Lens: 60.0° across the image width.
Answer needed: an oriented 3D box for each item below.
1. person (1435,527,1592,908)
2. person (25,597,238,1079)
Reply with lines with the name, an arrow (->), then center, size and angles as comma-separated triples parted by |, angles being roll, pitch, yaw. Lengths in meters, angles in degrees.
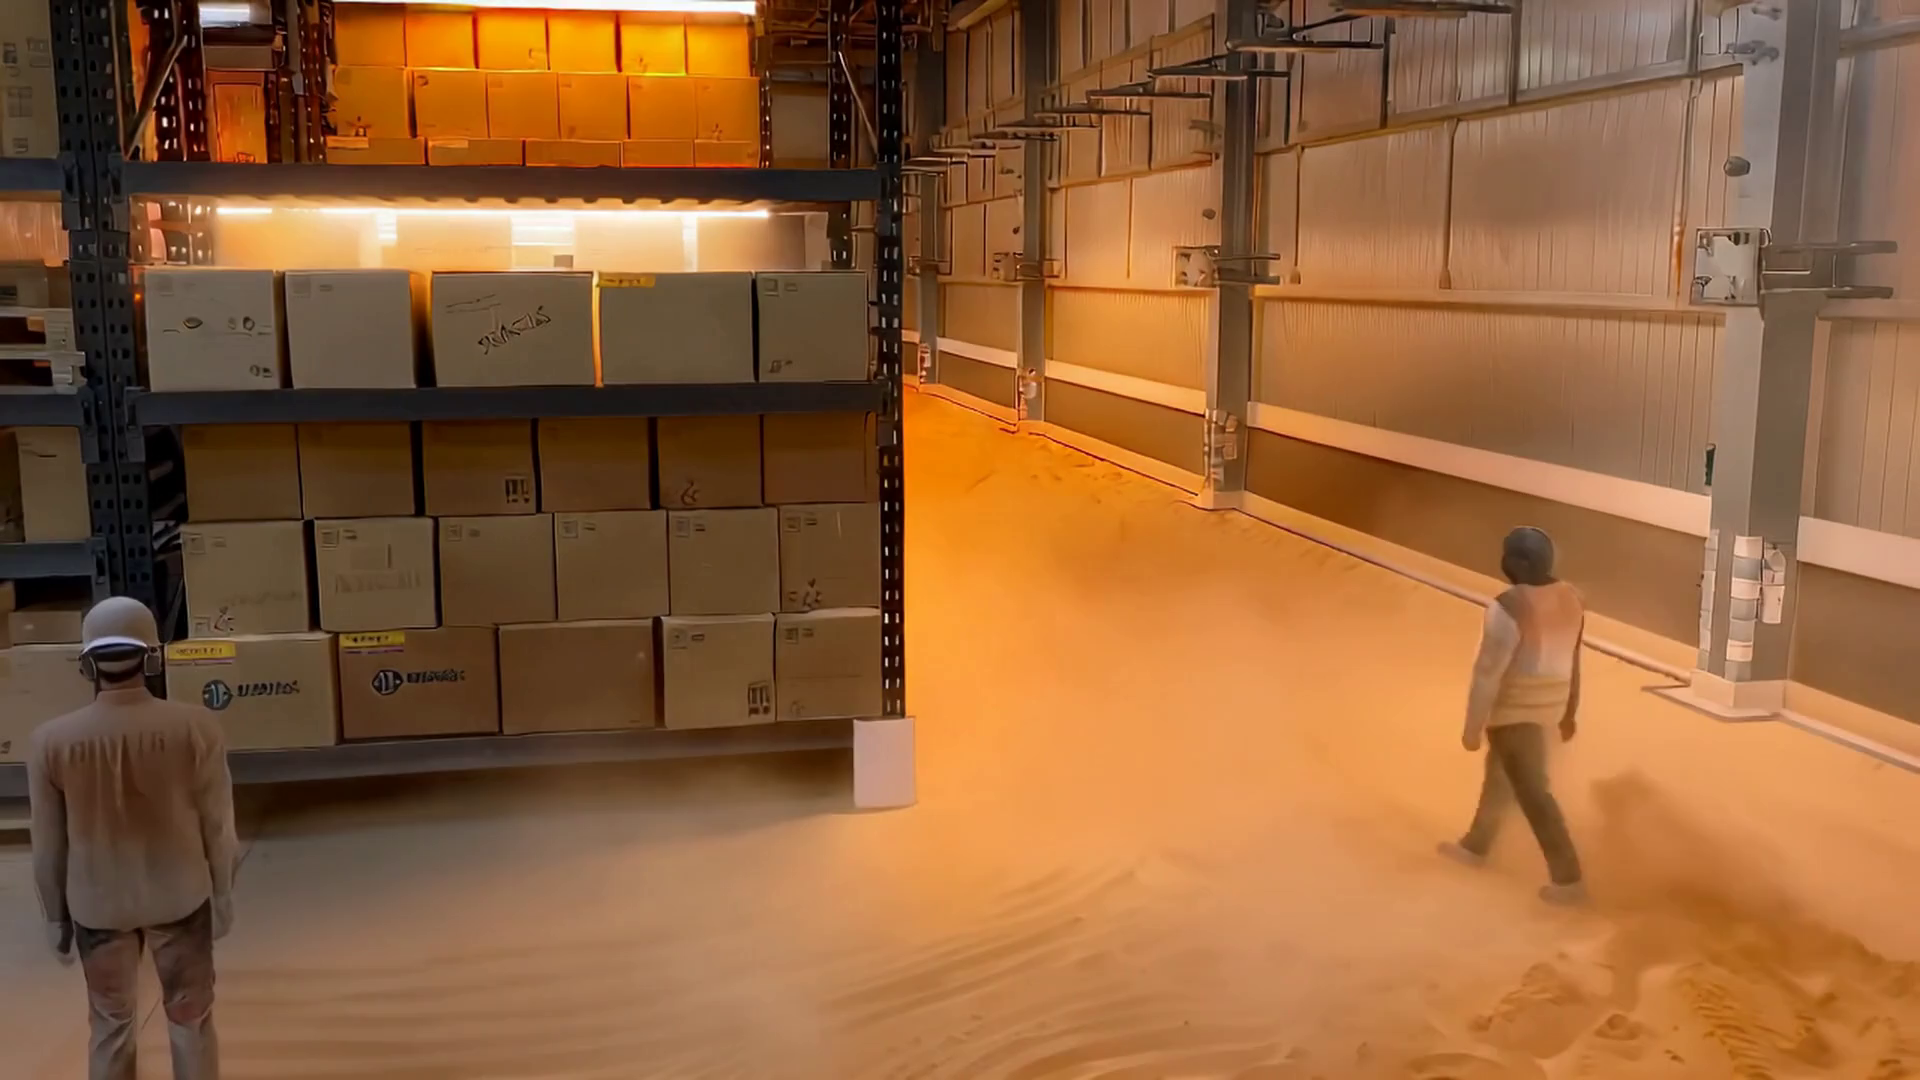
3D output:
person -> 2.727, 0.834, 8.024 | 0.639, 1.801, 0.944 | -7, 12, -37
person -> -2.679, 1.168, 5.452 | 0.601, 1.977, 0.434 | -3, 10, -16
